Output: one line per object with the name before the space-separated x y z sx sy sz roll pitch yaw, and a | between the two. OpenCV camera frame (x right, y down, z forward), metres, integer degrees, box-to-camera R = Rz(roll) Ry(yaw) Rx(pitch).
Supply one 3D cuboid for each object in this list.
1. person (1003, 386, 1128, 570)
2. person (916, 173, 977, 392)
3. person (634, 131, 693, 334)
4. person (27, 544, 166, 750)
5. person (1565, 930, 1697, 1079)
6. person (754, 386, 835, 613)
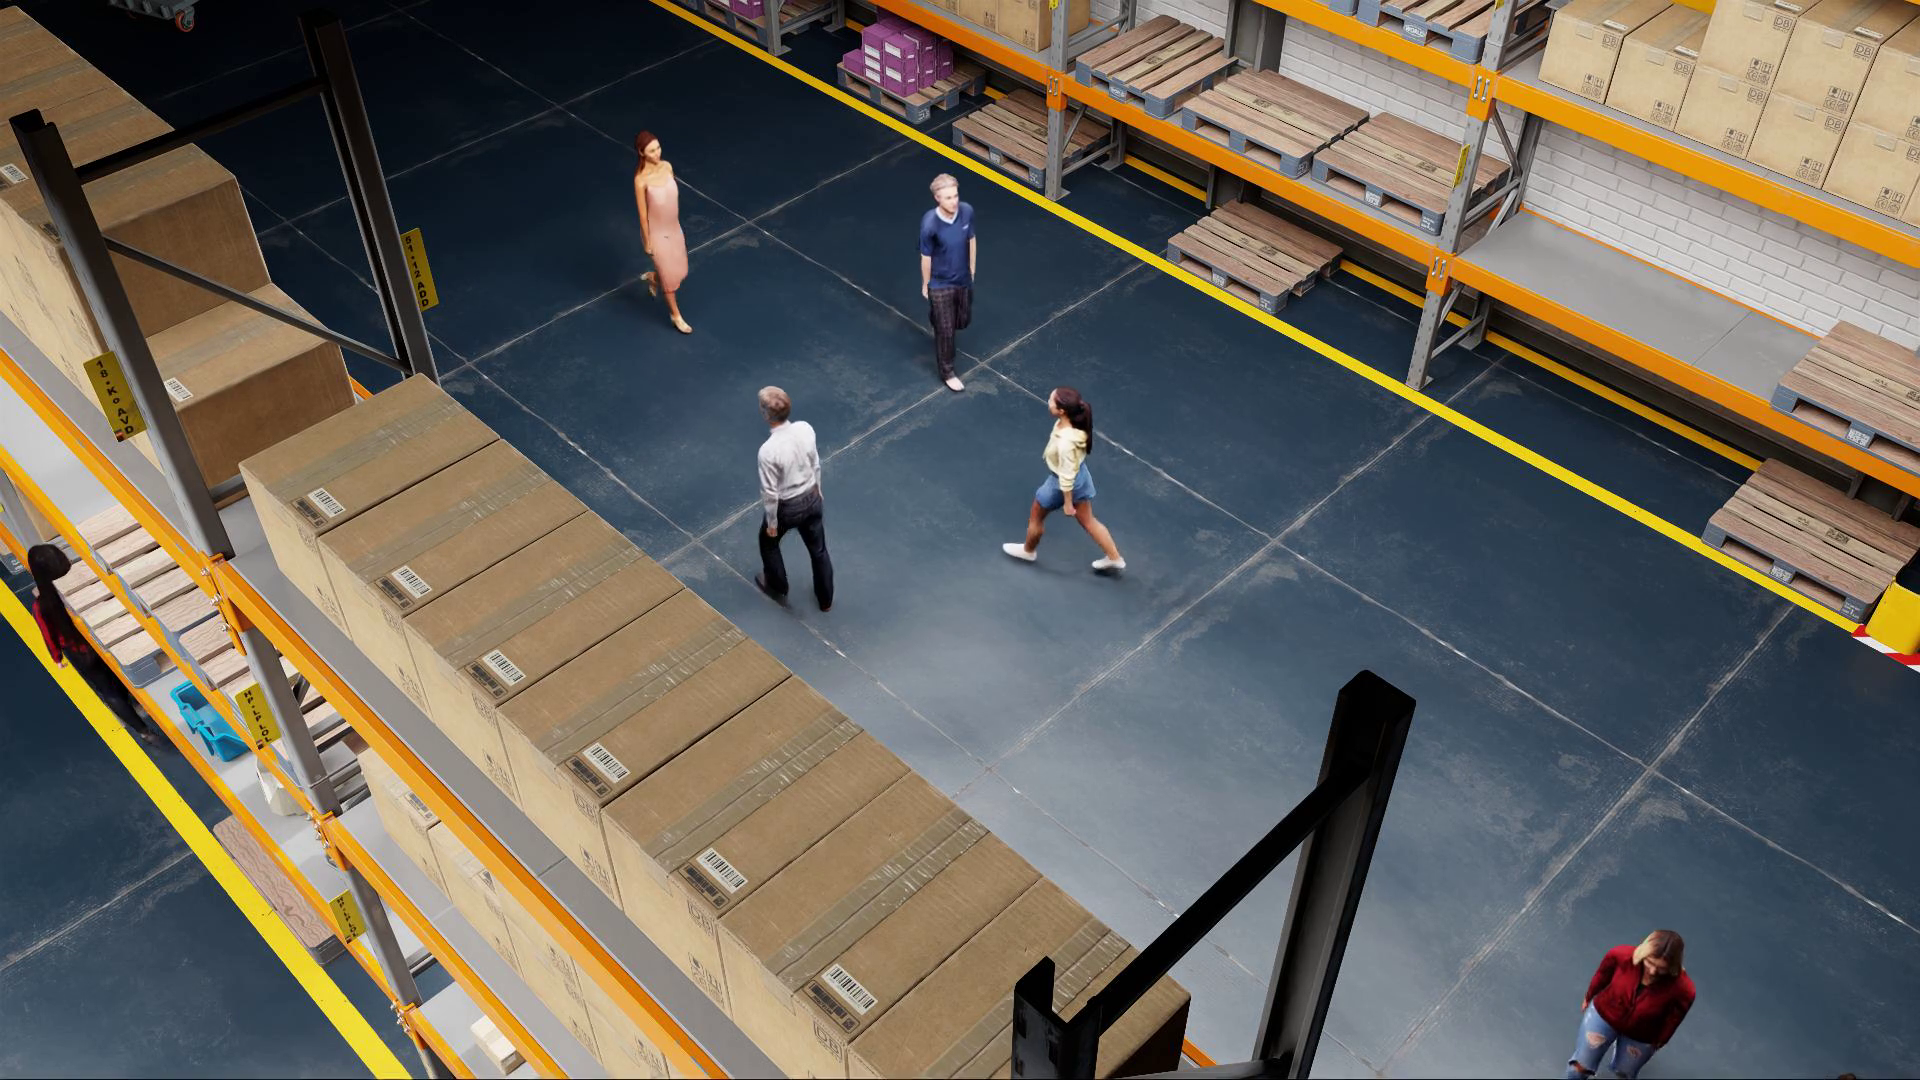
person | 0.821 -0.363 11.434 1.231 1.588 0.978 15 46 15
person | -0.142 -2.080 13.043 0.806 1.855 1.020 -23 48 -22
person | -2.477 -2.513 13.524 0.844 1.818 0.629 30 51 28
person | -5.323 0.695 10.291 0.923 1.632 0.658 28 50 26
person | 3.420 2.419 8.493 0.933 1.617 0.770 26 49 24
person | -1.090 -0.217 11.130 0.661 1.796 0.816 -31 52 -29
